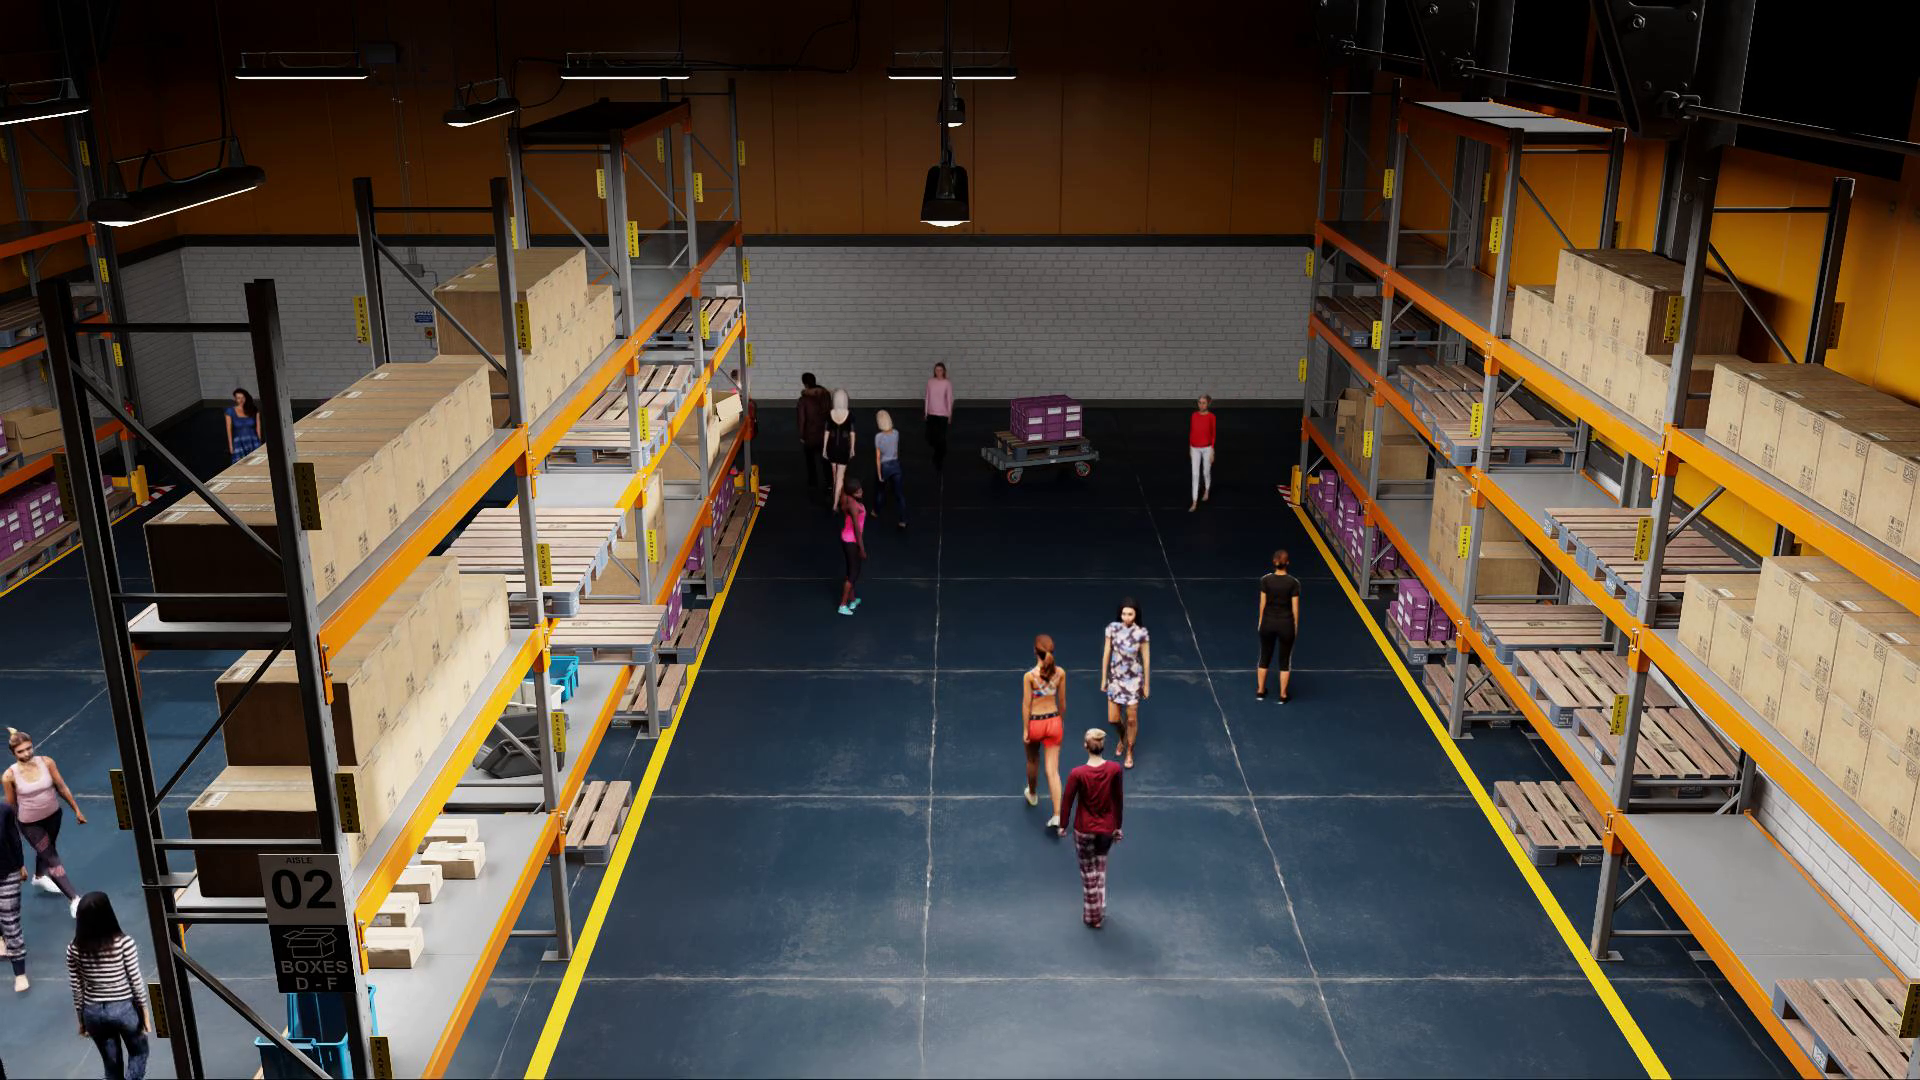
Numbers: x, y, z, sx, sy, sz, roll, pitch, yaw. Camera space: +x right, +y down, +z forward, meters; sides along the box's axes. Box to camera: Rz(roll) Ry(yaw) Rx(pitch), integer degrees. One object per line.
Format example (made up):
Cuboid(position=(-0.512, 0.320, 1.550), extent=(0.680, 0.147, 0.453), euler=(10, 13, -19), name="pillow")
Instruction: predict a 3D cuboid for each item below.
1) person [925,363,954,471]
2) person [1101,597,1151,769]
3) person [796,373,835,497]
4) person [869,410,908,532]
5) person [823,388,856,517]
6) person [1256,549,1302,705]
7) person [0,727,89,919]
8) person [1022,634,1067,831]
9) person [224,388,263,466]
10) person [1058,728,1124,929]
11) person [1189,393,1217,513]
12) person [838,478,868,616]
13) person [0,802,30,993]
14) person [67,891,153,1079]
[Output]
Cuboid(position=(-0.310, -1.959, 25.899), extent=(0.731, 1.681, 0.796), euler=(6, 20, 18), name="person")
Cuboid(position=(1.613, 1.342, 16.028), extent=(0.705, 1.725, 0.719), euler=(4, 19, 13), name="person")
Cuboid(position=(-2.069, -1.517, 24.402), extent=(1.136, 1.799, 1.286), euler=(-10, 21, -28), name="person")
Cuboid(position=(-0.926, -0.916, 22.825), extent=(0.983, 1.665, 1.233), euler=(-10, 21, -28), name="person")
Cuboid(position=(-1.718, -1.203, 23.475), extent=(0.678, 1.795, 0.940), euler=(2, 19, 5), name="person")
Cuboid(position=(3.335, 0.897, 17.438), extent=(0.651, 1.668, 0.649), euler=(9, 21, 25), name="person")
Cuboid(position=(-7.503, 2.258, 13.499), extent=(1.130, 1.604, 1.144), euler=(12, 22, 31), name="person")
Cuboid(position=(0.777, 1.733, 14.818), extent=(0.780, 1.756, 1.203), euler=(-5, 19, -14), name="person")
Cuboid(position=(-10.202, -1.288, 23.757), extent=(0.901, 1.776, 1.064), euler=(-9, 21, -24), name="person")
Cuboid(position=(1.102, 2.308, 13.204), extent=(0.721, 1.696, 0.723), euler=(-6, 19, -16), name="person")
Cuboid(position=(3.515, -1.275, 23.915), extent=(0.849, 1.652, 1.184), euler=(8, 20, 21), name="person")
Cuboid(position=(-1.309, 0.033, 19.955), extent=(0.859, 1.700, 0.654), euler=(-10, 21, -27), name="person")
Cuboid(position=(-7.349, 2.510, 12.609), extent=(0.991, 1.693, 1.175), euler=(-11, 22, -31), name="person")
Cuboid(position=(-5.440, 3.122, 10.649), extent=(0.684, 1.784, 0.864), euler=(-4, 19, -10), name="person")
